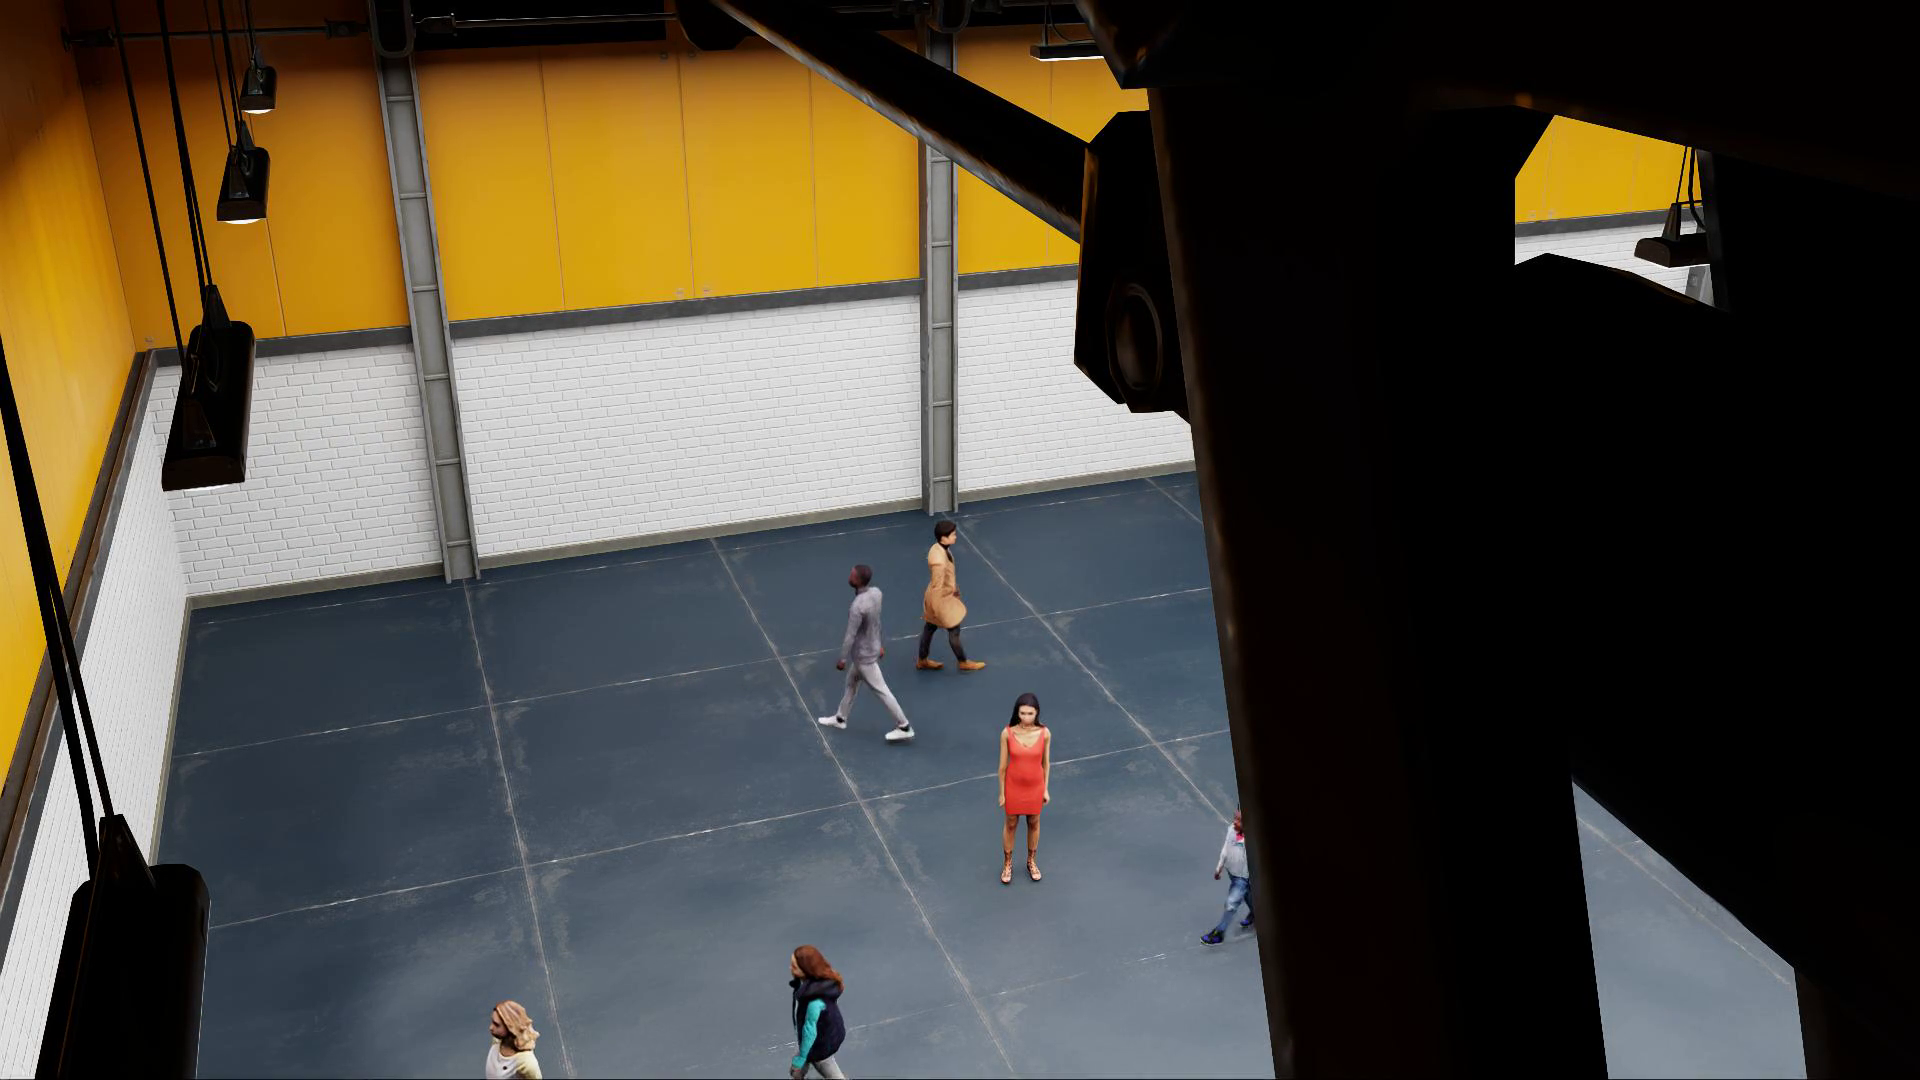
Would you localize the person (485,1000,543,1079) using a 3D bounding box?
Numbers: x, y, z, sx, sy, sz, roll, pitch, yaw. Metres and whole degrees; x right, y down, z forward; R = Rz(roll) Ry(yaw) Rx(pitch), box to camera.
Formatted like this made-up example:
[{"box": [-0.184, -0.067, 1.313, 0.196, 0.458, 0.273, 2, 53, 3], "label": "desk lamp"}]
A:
[{"box": [-2.730, 3.578, 10.351, 0.709, 1.723, 0.699, 21, 31, 39], "label": "person"}]

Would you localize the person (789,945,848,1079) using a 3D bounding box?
[{"box": [-0.892, 3.366, 11.169, 0.978, 1.457, 0.599, -7, 25, -16], "label": "person"}]

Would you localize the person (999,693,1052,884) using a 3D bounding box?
[{"box": [0.535, 2.050, 13.854, 0.556, 1.718, 0.697, -2, 24, -5], "label": "person"}]

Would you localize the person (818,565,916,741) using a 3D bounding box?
[{"box": [-0.805, 1.128, 15.875, 1.320, 1.789, 1.092, 5, 24, 10], "label": "person"}]

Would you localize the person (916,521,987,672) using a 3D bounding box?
[{"box": [-0.291, 0.595, 17.207, 1.032, 1.698, 0.803, -2, 24, -5], "label": "person"}]

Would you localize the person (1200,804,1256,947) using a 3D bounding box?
[{"box": [2.284, 2.610, 13.189, 0.915, 1.224, 0.572, -12, 26, -25], "label": "person"}]
